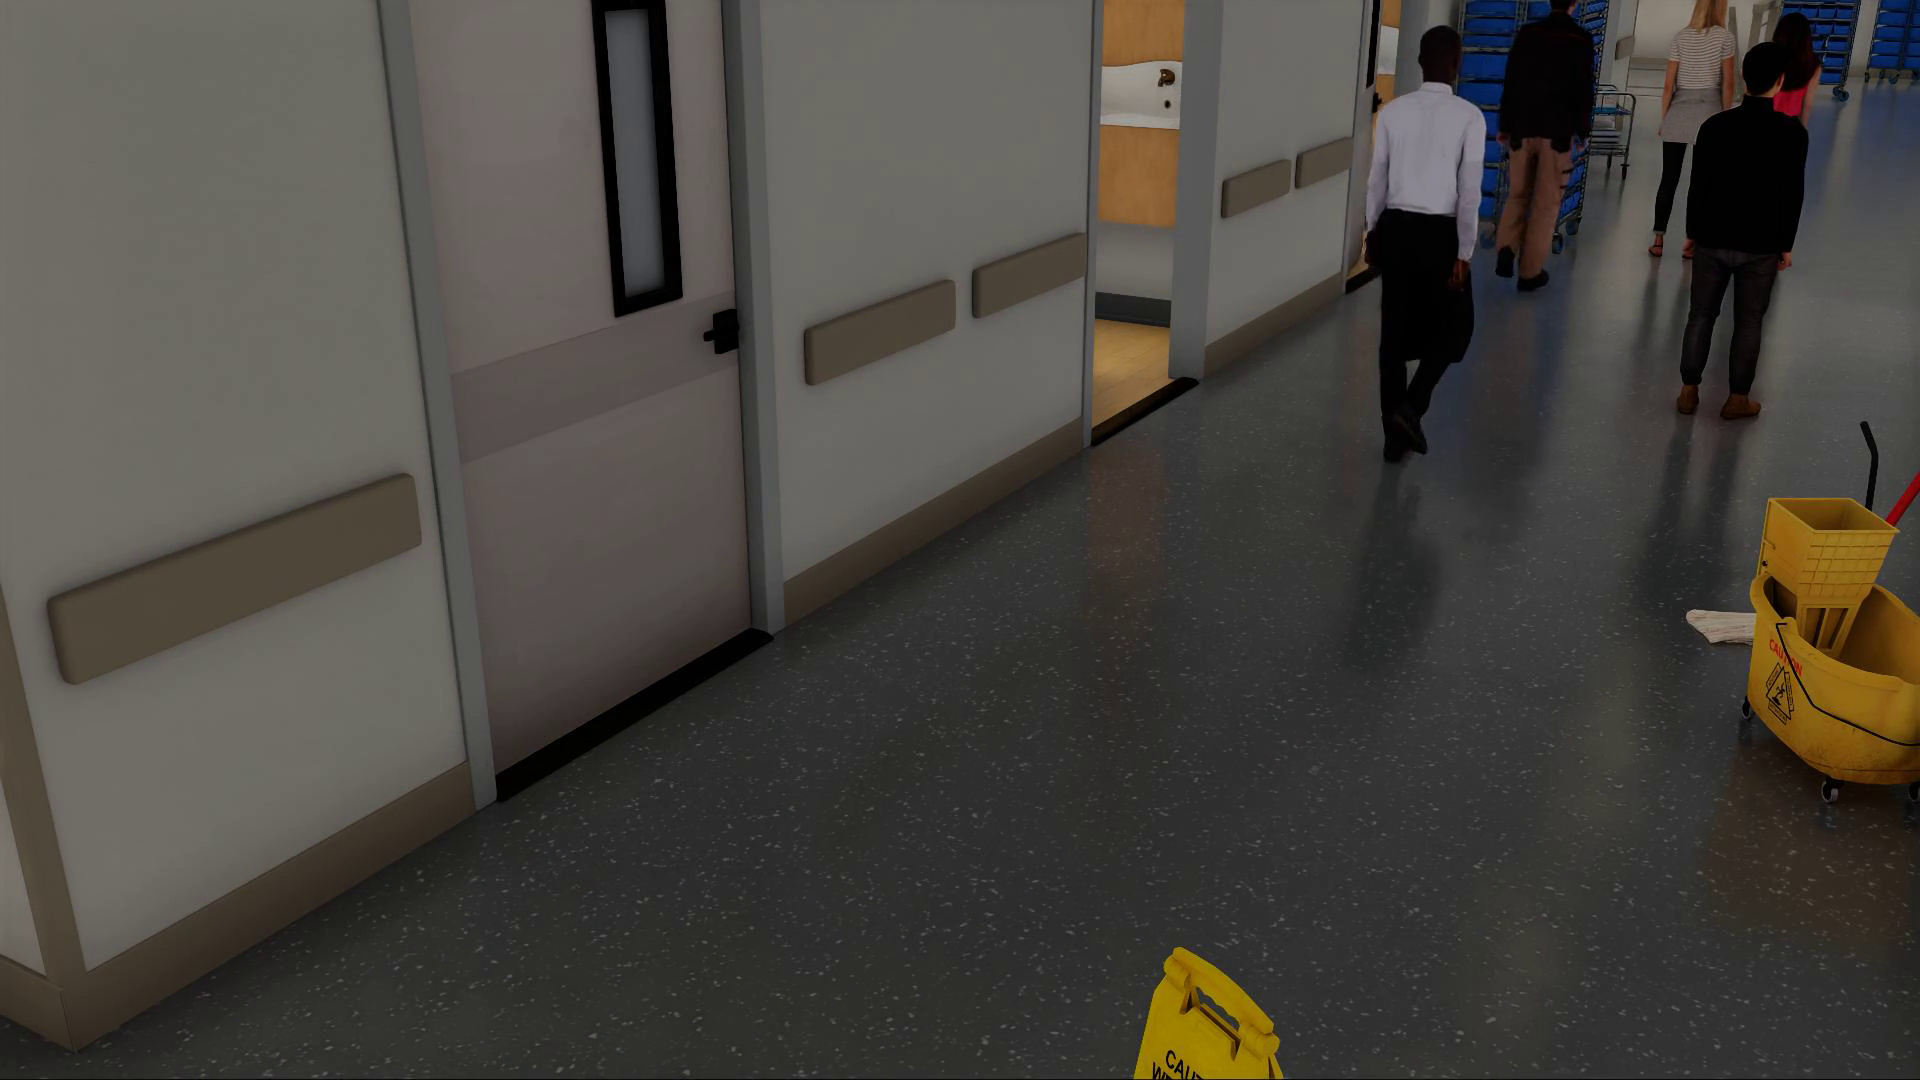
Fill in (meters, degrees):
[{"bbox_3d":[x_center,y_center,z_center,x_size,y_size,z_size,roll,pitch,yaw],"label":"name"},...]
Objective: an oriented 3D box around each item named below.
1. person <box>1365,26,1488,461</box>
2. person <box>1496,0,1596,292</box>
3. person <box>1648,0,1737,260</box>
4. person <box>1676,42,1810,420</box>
[{"bbox_3d":[1.898,-1.189,6.976,0.640,1.821,0.775,11,23,27],"label":"person"},{"bbox_3d":[3.557,-2.485,10.270,0.761,1.912,0.748,16,26,36],"label":"person"},{"bbox_3d":[5.006,-2.850,11.352,0.592,1.827,0.516,12,24,29],"label":"person"},{"bbox_3d":[3.628,-1.426,7.741,0.674,1.723,0.581,16,26,35],"label":"person"}]
